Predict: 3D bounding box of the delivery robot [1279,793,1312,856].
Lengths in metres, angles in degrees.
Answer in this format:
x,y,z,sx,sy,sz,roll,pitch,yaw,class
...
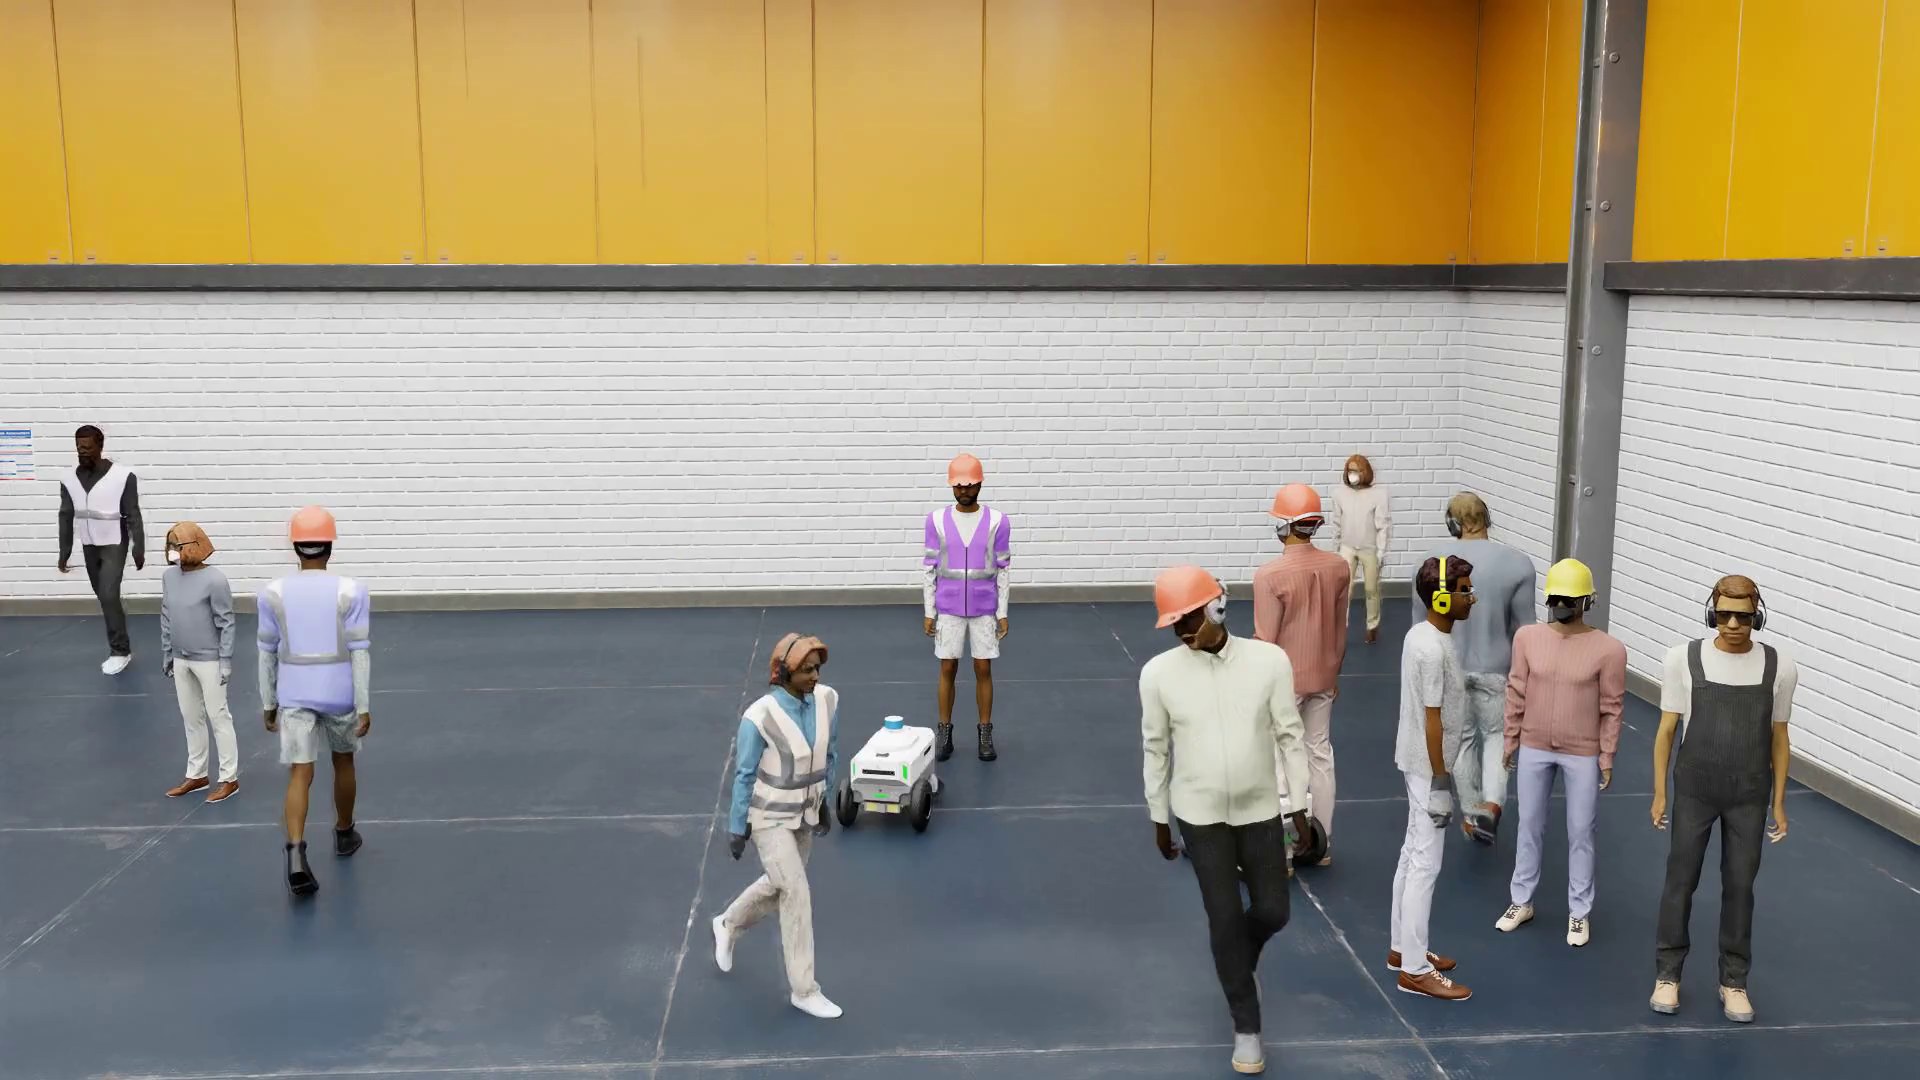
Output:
x,y,z,sx,sy,sz,roll,pitch,yaw,class
1.464,1.352,8.585,0.477,0.478,0.707,-7,11,-37,delivery robot

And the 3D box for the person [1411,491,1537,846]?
x,y,z,sx,sy,sz,roll,pitch,yaw,class
2.703,0.701,8.783,0.668,1.900,0.620,3,10,20,person

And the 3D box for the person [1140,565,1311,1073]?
x,y,z,sx,sy,sz,roll,pitch,yaw,class
1.021,1.046,6.472,0.646,1.935,0.620,0,9,-2,person

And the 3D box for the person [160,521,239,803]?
x,y,z,sx,sy,sz,roll,pitch,yaw,class
-4.405,0.698,9.606,0.509,1.632,0.265,4,10,23,person

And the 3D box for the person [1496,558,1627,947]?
x,y,z,sx,sy,sz,roll,pitch,yaw,class
2.732,0.956,7.576,0.525,1.769,0.308,6,11,34,person

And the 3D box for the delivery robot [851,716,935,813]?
x,y,z,sx,sy,sz,roll,pitch,yaw,class
-0.370,1.233,9.334,0.477,0.478,0.707,2,9,12,delivery robot

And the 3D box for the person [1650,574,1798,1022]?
x,y,z,sx,sy,sz,roll,pitch,yaw,class
3.099,1.042,6.784,0.515,1.843,0.327,3,9,17,person

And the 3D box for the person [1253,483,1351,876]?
x,y,z,sx,sy,sz,roll,pitch,yaw,class
1.696,0.703,8.442,0.611,1.996,0.378,-5,11,-31,person

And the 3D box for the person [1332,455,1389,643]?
x,y,z,sx,sy,sz,roll,pitch,yaw,class
3.240,0.098,13.506,0.516,1.583,0.860,6,11,32,person

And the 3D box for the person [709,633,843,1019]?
x,y,z,sx,sy,sz,roll,pitch,yaw,class
-0.803,1.139,6.947,0.768,1.596,0.526,7,11,36,person

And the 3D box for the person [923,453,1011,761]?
x,y,z,sx,sy,sz,roll,pitch,yaw,class
0.040,0.422,10.389,0.551,1.937,0.357,0,9,2,person

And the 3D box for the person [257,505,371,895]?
x,y,z,sx,sy,sz,roll,pitch,yaw,class
-3.223,0.778,8.312,0.557,1.898,0.968,-2,9,-11,person

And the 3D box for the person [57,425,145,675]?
x,y,z,sx,sy,sz,roll,pitch,yaw,class
-6.582,0.073,12.696,0.592,1.896,0.710,2,9,10,person

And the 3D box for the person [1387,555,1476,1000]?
x,y,z,sx,sy,sz,roll,pitch,yaw,class
2.015,0.986,7.055,0.328,1.874,0.521,1,9,7,person
